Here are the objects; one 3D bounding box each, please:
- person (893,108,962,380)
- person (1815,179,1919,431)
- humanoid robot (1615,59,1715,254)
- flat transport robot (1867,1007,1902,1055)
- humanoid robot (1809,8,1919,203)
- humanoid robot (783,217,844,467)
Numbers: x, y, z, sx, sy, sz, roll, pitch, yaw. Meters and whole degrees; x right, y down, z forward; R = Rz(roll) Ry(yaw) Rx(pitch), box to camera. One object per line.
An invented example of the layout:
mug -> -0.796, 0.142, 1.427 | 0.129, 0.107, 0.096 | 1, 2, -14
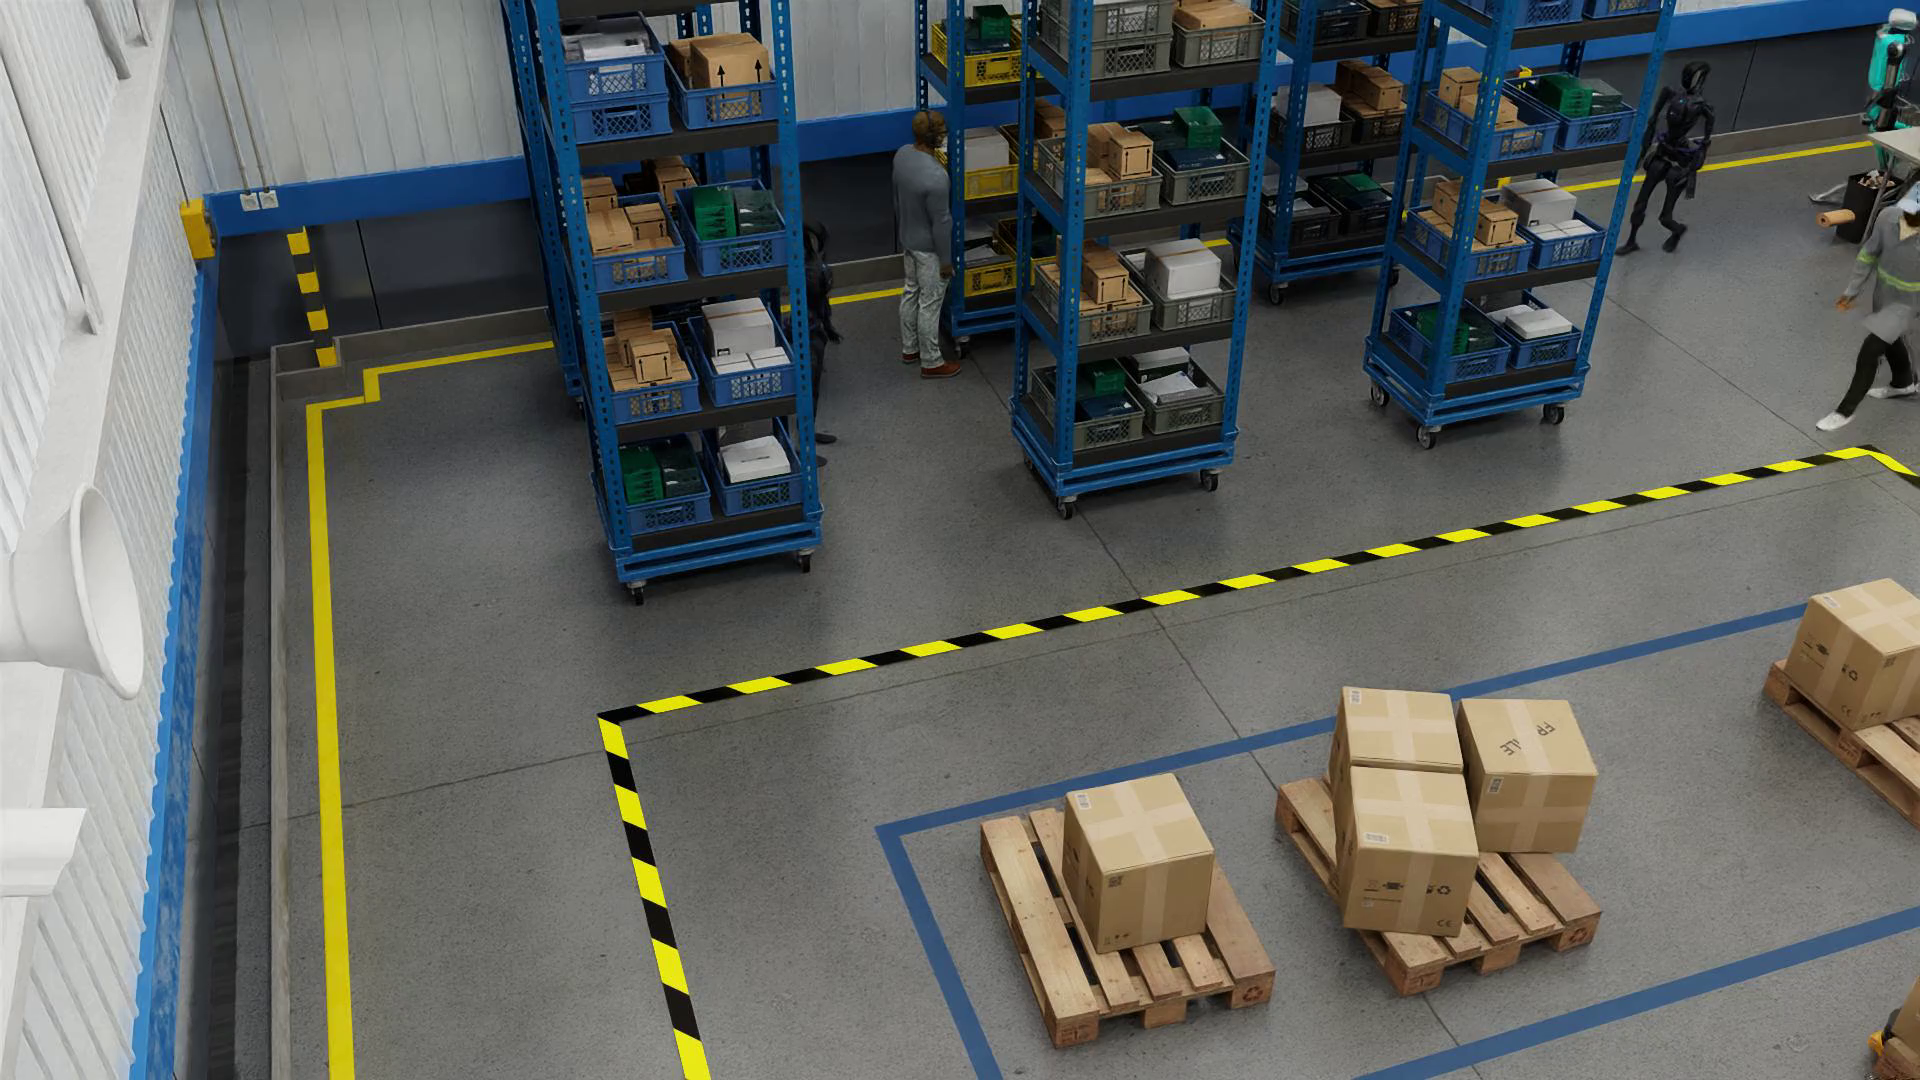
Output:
person -> -0.234, -2.041, 11.501 | 0.353, 1.937, 0.634 | -18, 39, -23
person -> 6.263, -1.591, 10.997 | 0.889, 1.793, 0.608 | -8, 36, -11
humanoid robot -> 5.648, -3.005, 13.103 | 0.496, 1.638, 0.593 | -21, 40, -27
flat transport robot -> 4.475, 2.382, 6.654 | 0.652, 0.197, 1.431 | -15, 38, -20
humanoid robot -> 7.856, -3.495, 13.775 | 1.033, 1.762, 0.573 | 7, 36, 10
humanoid robot -> -0.948, -1.291, 10.651 | 0.315, 1.657, 0.599 | 7, 36, 10
